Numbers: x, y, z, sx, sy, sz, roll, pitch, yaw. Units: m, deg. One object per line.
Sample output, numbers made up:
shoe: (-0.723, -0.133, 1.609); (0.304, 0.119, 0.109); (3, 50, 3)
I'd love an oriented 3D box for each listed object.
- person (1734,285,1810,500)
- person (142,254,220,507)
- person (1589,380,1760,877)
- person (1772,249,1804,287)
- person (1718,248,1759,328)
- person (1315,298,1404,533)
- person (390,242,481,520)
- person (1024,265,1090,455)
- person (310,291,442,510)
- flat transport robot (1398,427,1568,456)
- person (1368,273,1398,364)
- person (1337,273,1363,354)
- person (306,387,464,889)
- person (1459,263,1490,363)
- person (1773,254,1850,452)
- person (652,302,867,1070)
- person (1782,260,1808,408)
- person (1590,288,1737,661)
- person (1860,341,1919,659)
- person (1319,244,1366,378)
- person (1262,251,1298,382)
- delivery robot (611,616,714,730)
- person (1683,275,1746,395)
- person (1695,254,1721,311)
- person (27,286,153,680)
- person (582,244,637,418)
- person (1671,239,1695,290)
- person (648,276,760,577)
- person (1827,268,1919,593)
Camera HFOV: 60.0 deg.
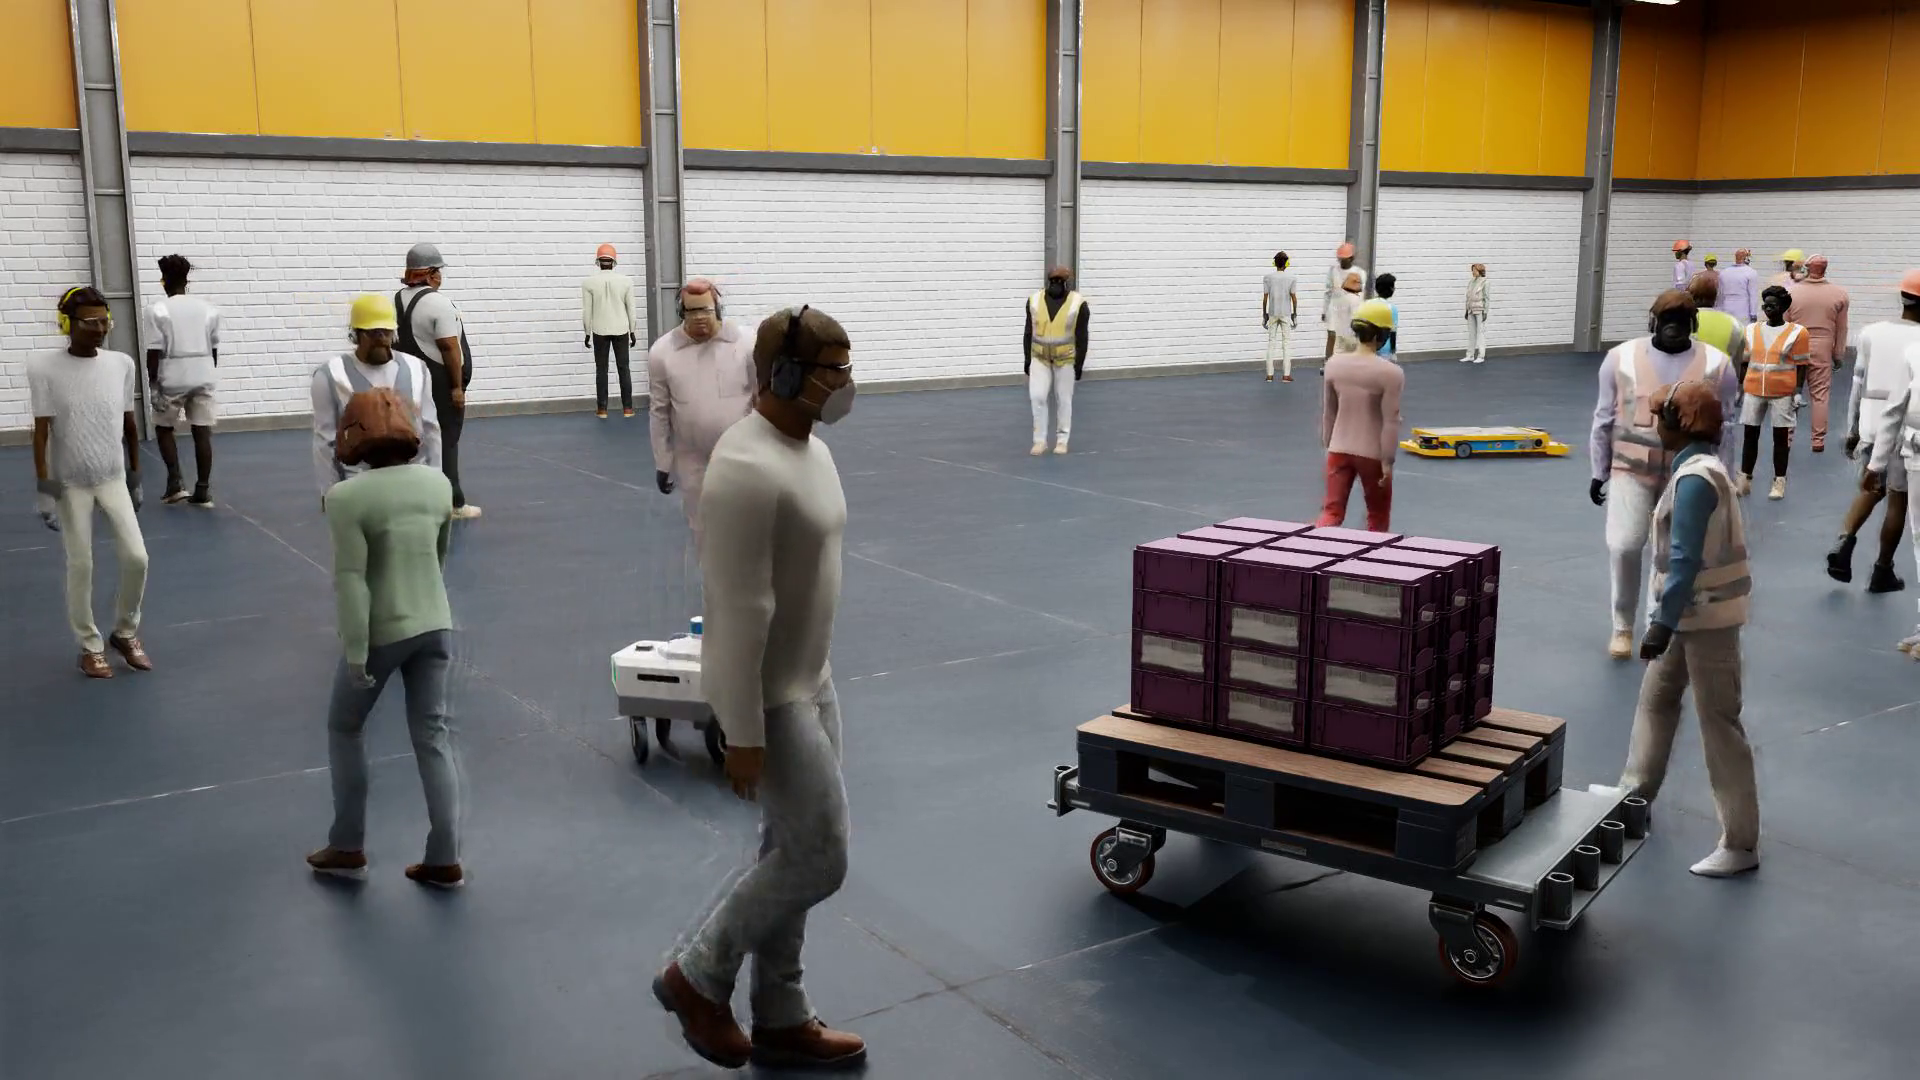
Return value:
person: (6.425, -1.166, 13.208); (0.540, 1.695, 0.317); (10, 14, 44)
person: (-5.962, -1.212, 12.779); (0.471, 1.944, 0.606); (10, 14, 42)
person: (2.454, 0.275, 5.601); (0.599, 1.598, 0.617); (4, 11, 22)
person: (11.355, -3.047, 22.923); (0.491, 1.913, 0.612); (0, 10, -3)
person: (11.796, -3.454, 25.170); (0.406, 1.911, 0.638); (-6, 12, -28)
person: (2.205, -0.479, 9.333); (0.527, 1.746, 0.760); (10, 14, 44)
person: (-3.872, -1.174, 12.306); (0.682, 2.000, 0.537); (7, 12, 33)
person: (0.893, -1.692, 15.785); (0.646, 1.810, 0.664); (3, 11, 16)
person: (-2.845, -0.307, 8.175); (0.607, 1.819, 0.457); (-9, 14, -41)
flat transport robot: (4.999, -0.949, 15.931); (1.431, 0.197, 0.652); (-1, 10, -7)
person: (4.567, -2.073, 18.201); (0.564, 1.682, 0.545); (-5, 12, -26)
person: (4.955, -2.558, 21.023); (0.341, 1.618, 0.528); (-1, 10, -8)
person: (-1.840, 0.312, 5.373); (0.670, 1.603, 0.491); (7, 13, 35)
person: (8.557, -3.751, 27.532); (0.314, 1.642, 0.514); (-4, 11, -22)
person: (8.203, -1.798, 16.096); (0.651, 1.908, 0.409); (3, 11, 14)
person: (-0.442, 0.388, 4.065); (0.463, 1.923, 0.647); (2, 10, 9)
person: (9.939, -2.427, 19.831); (0.687, 1.804, 0.449); (-6, 12, -29)
person: (3.405, -0.298, 8.076); (0.653, 1.829, 0.521); (3, 11, 18)
person: (4.780, -0.342, 8.209); (0.571, 1.866, 0.592); (-4, 11, -20)
person: (5.581, -3.347, 24.423); (0.680, 1.965, 1.021); (5, 12, 27)
person: (4.605, -3.209, 23.932); (0.512, 1.872, 0.328); (4, 11, 19)
delivery robot: (-1.027, 0.550, 6.675); (0.707, 0.478, 0.477); (3, 11, 15)
person: (5.088, -0.935, 11.636); (0.652, 1.805, 0.882); (0, 10, -1)
person: (13.714, -4.356, 30.514); (0.534, 1.765, 0.323); (1, 10, 7)
person: (-4.072, -0.249, 7.780); (0.460, 1.852, 0.536); (10, 14, 43)
person: (-4.032, -2.402, 19.164); (0.609, 1.996, 0.379); (-3, 11, -14)
person: (12.103, -4.034, 27.985); (0.393, 2.039, 0.613); (9, 14, 41)
person: (-1.287, -0.446, 8.762); (0.682, 1.874, 0.523); (1, 10, 4)
person: (5.399, -0.620, 9.620); (0.492, 1.915, 0.573); (-6, 12, -30)
